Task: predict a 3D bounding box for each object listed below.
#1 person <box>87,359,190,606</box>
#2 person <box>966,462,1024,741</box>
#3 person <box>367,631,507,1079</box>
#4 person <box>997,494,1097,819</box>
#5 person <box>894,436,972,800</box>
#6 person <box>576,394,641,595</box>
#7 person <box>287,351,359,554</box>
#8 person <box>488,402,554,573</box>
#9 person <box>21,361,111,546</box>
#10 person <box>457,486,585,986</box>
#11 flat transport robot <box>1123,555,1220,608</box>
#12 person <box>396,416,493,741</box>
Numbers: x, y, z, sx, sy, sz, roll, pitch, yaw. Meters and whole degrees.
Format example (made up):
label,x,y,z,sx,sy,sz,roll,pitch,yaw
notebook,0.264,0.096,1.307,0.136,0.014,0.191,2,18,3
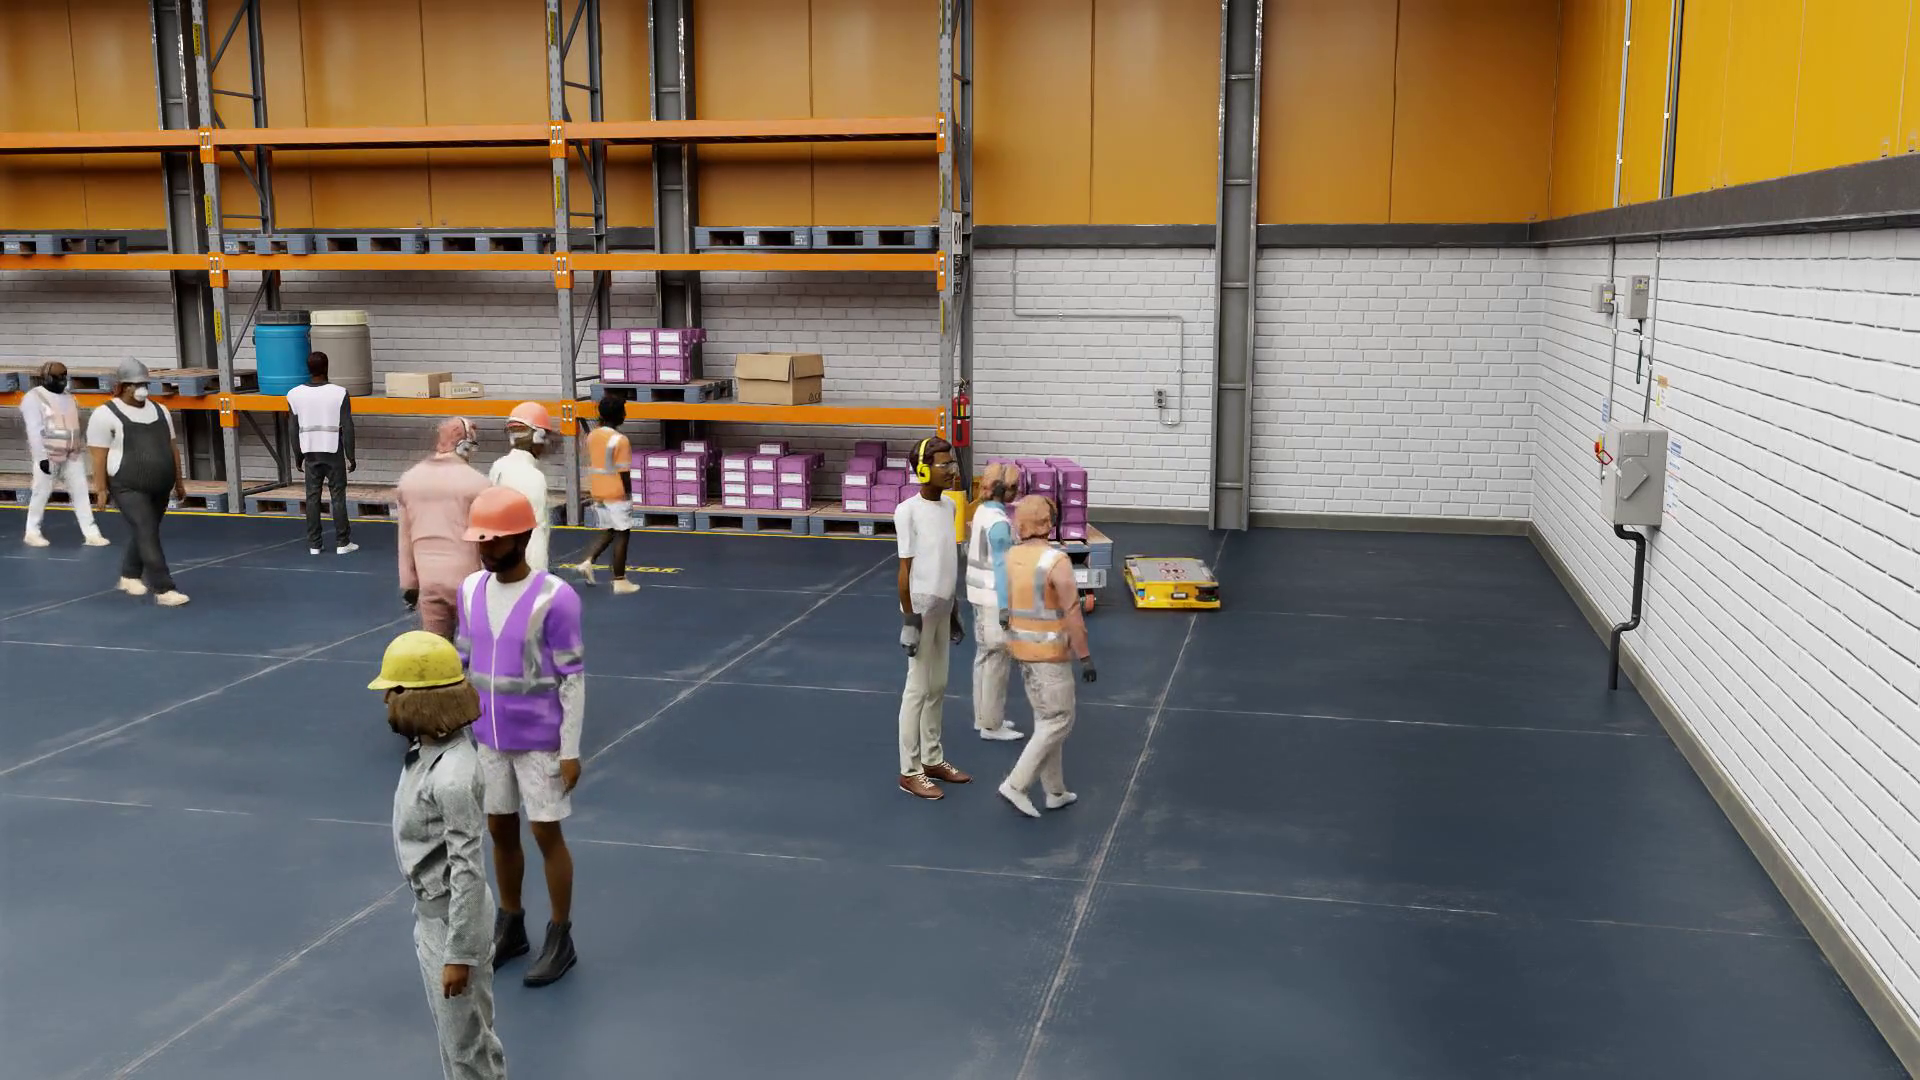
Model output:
label,x,y,z,sx,sy,sz,roll,pitch,yaw
person,-6.663,-0.512,13.539,1.002,2.000,0.688,5,11,26
person,0.209,0.356,9.621,0.346,1.631,0.537,-2,10,-10
person,-1.495,1.114,4.790,0.319,1.742,0.492,-5,11,-26
person,0.410,0.585,8.290,0.494,1.611,0.595,-6,11,-30
person,-0.140,0.393,8.669,0.326,1.876,0.520,5,11,29
person,-2.901,-0.366,13.730,0.430,1.680,0.546,-9,13,-44
person,-6.007,-0.817,15.696,0.590,1.922,0.392,0,10,-3
person,-2.507,0.180,9.759,0.443,1.954,0.873,-8,12,-40
person,-8.736,-0.822,16.089,0.721,1.829,0.633,4,10,21
person,-1.710,0.748,6.385,0.553,1.935,0.372,4,10,23
flat transport robot,1.731,0.334,13.756,0.652,0.197,1.431,0,10,1
person,-2.976,0.237,9.630,0.697,1.909,0.581,4,10,22
